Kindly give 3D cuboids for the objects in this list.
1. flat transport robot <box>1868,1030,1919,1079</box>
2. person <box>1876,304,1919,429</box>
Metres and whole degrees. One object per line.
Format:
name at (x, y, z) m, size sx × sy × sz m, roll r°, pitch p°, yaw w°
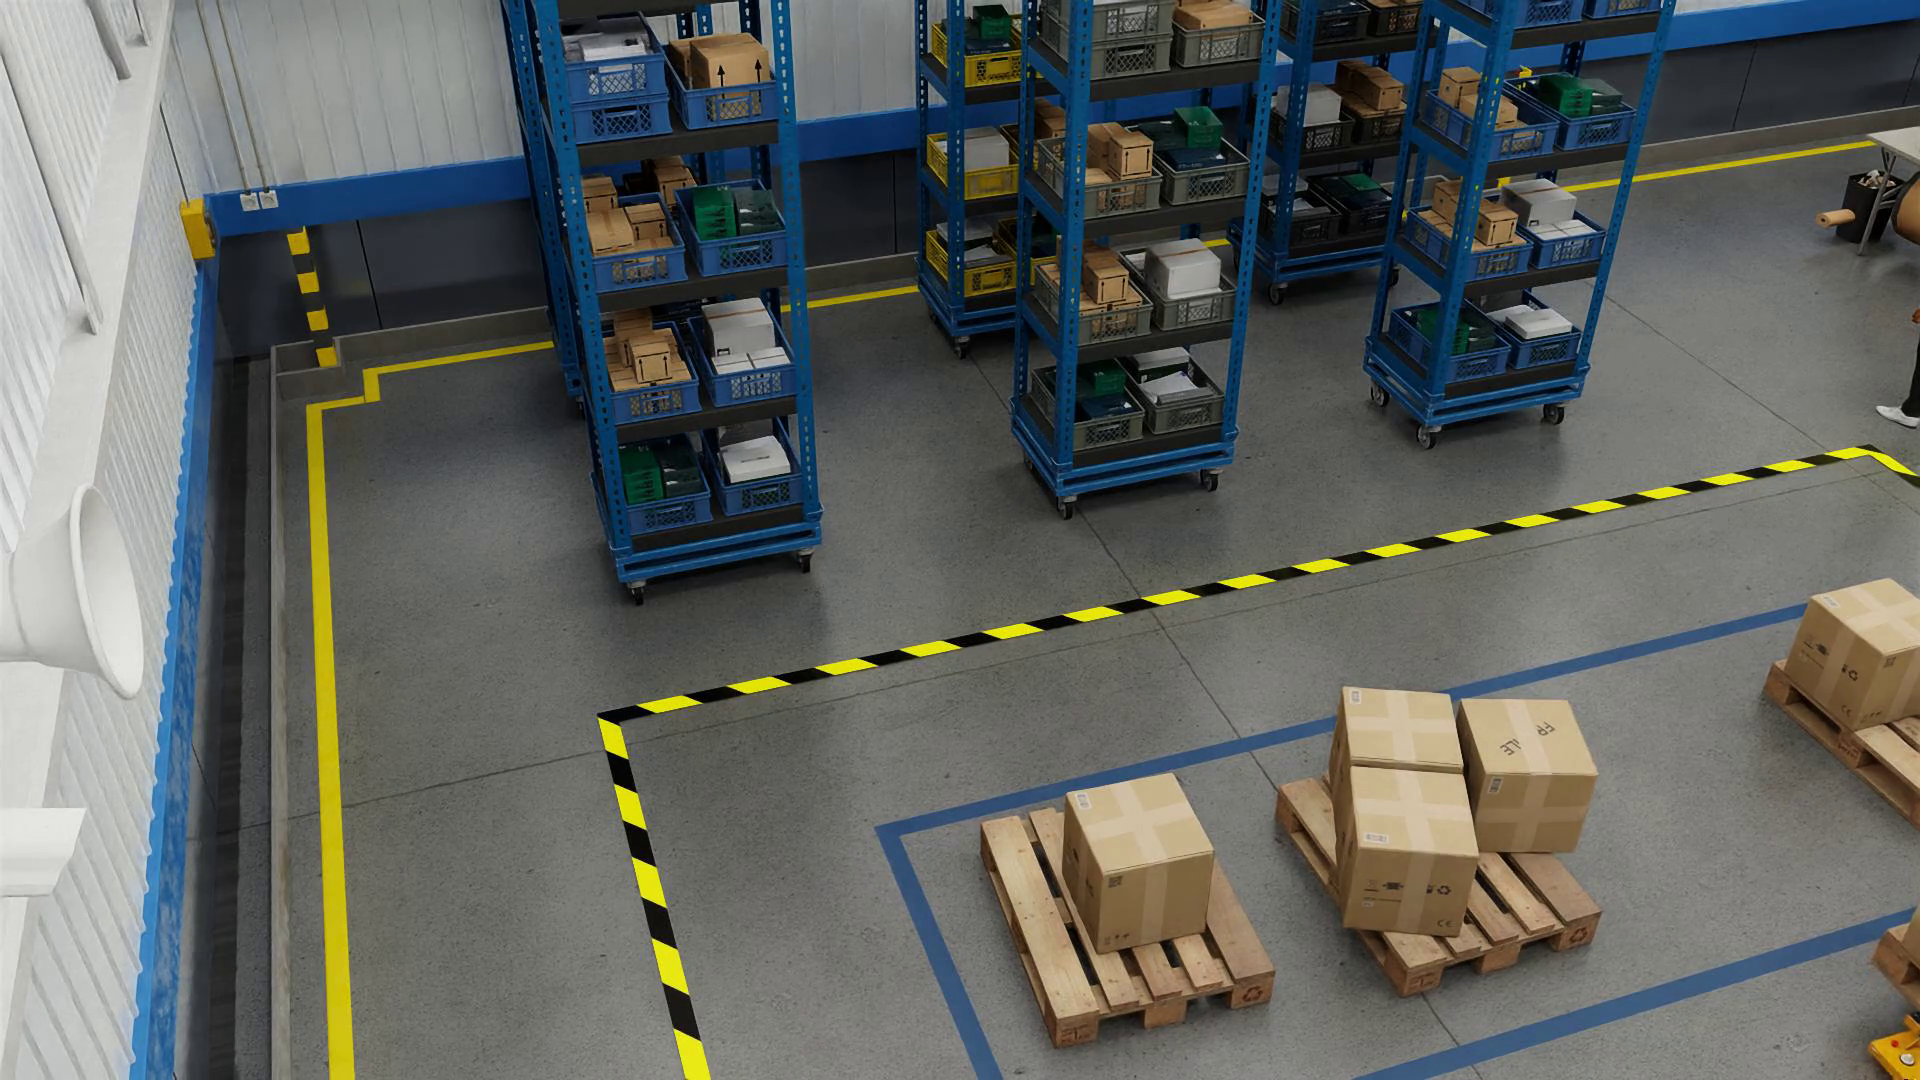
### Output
flat transport robot at (4.646, 2.160, 6.968) m, size 1.431 × 0.197 × 0.652 m, roll -10°, pitch 36°, yaw -14°
person at (6.546, -1.609, 10.963) m, size 0.597 × 1.850 × 0.384 m, roll -13°, pitch 37°, yaw -18°
